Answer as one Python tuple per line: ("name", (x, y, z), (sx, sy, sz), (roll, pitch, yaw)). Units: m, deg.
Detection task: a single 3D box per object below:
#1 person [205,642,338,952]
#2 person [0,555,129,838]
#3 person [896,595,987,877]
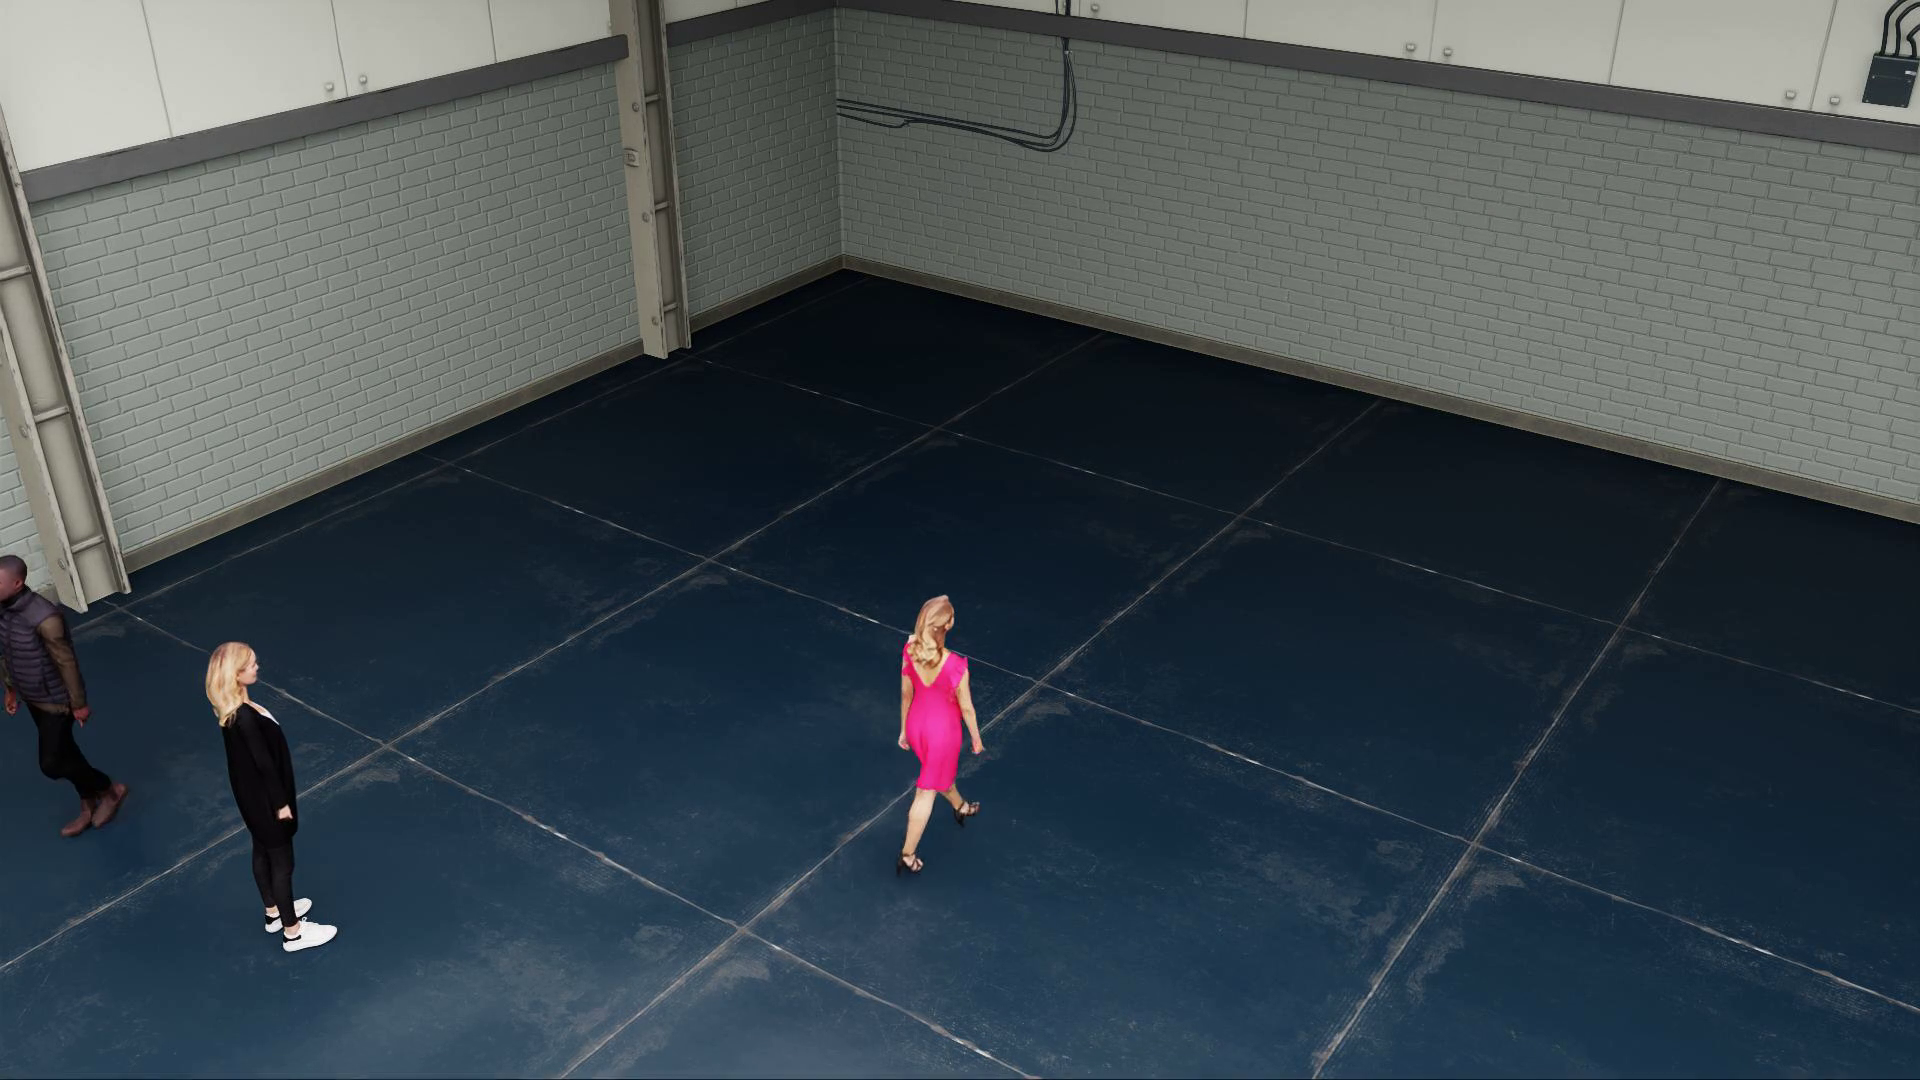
("person", (-3.613, 1.325, 8.592), (0.602, 1.804, 0.653), (-23, 35, -36))
("person", (-5.087, 0.857, 9.442), (0.697, 1.832, 0.652), (19, 33, 31))
("person", (-0.202, 1.120, 9.097), (0.619, 1.693, 0.983), (21, 35, 34))
